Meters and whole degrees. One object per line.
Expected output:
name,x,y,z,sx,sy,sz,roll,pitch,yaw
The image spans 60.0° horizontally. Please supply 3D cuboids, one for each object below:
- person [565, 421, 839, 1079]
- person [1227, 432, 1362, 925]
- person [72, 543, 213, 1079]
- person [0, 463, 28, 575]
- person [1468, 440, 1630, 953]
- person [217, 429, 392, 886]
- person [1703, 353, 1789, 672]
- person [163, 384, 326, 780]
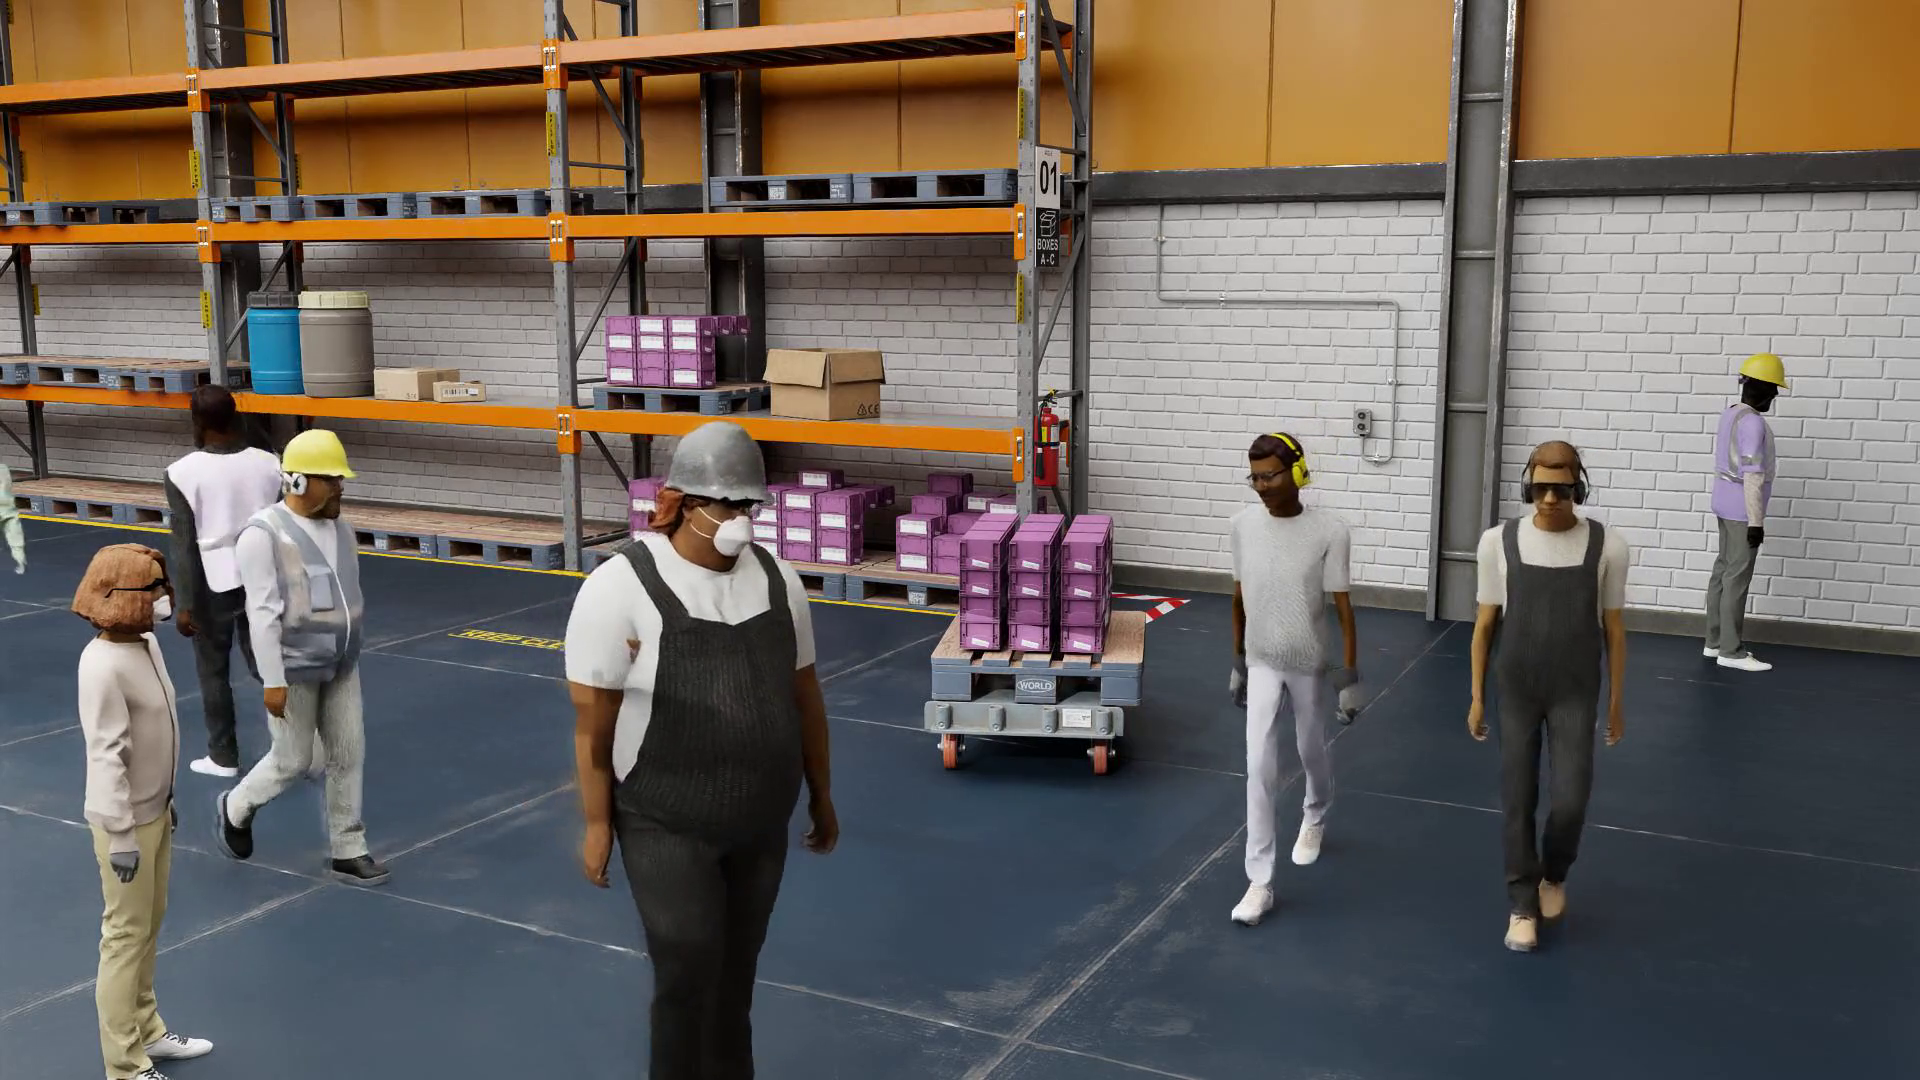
person,-0.617,0.688,4.404,0.709,2.000,0.617,-8,12,-41
person,1.294,0.480,6.440,0.552,1.815,1.023,4,10,25
person,-2.404,0.815,4.872,0.264,1.632,0.507,-2,9,-13
person,-5.494,0.107,9.272,0.519,1.610,0.617,-9,13,-44
person,2.073,0.551,5.881,0.526,1.827,0.415,4,10,22
person,-2.605,0.462,6.527,0.698,1.803,0.597,4,10,22
person,4.771,-0.175,10.104,0.379,1.918,0.585,1,9,9
person,-3.347,0.220,7.776,0.788,1.893,0.605,6,11,31
